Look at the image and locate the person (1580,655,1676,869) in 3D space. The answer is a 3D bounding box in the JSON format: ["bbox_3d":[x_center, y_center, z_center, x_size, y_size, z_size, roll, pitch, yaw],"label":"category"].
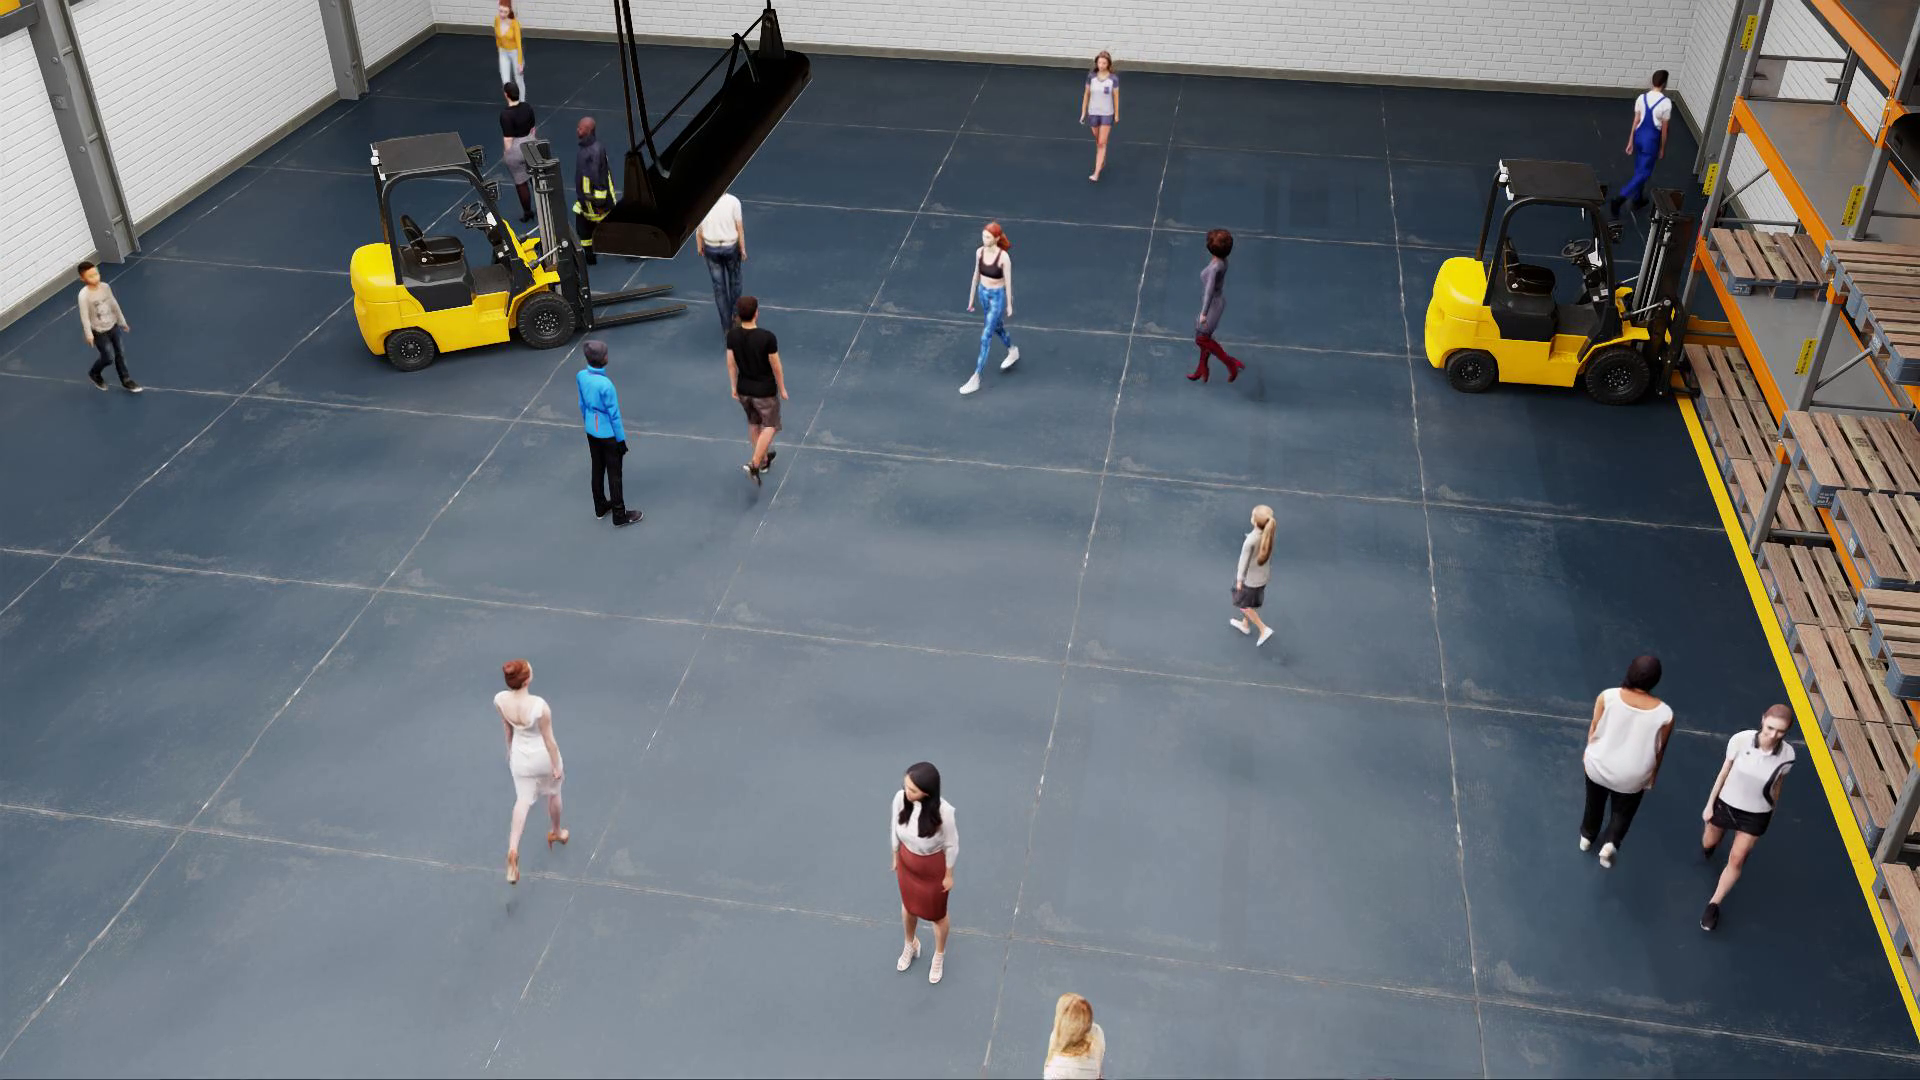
[{"bbox_3d":[4.425,1.514,11.188,0.789,1.674,0.887,17,37,23],"label":"person"}]

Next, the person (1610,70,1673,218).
[{"bbox_3d":[8.500,-4.901,20.699,1.214,1.830,1.126,-24,40,-31],"label":"person"}]

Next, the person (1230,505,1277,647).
[{"bbox_3d":[2.400,0.298,13.389,0.749,1.264,0.793,-24,41,-32],"label":"person"}]

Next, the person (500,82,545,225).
[{"bbox_3d":[-5.424,-4.806,20.621,0.825,1.758,0.702,20,39,28],"label":"person"}]

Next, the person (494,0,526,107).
[{"bbox_3d":[-6.400,-6.912,23.824,0.595,1.720,0.693,6,34,10],"label":"person"}]

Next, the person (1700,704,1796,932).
[{"bbox_3d":[5.095,1.706,10.849,0.778,1.731,1.065,16,37,22],"label":"person"}]

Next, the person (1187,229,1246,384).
[{"bbox_3d":[2.633,-2.334,16.954,0.765,1.699,0.835,13,36,18],"label":"person"}]

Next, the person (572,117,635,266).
[{"bbox_3d":[-4.185,-4.075,19.487,1.227,1.796,1.237,-16,37,-23],"label":"person"}]

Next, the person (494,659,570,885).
[{"bbox_3d":[-2.893,1.542,11.059,0.652,1.771,0.996,10,35,15],"label":"person"}]

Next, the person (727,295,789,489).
[{"bbox_3d":[-1.903,-1.353,15.344,0.777,1.849,1.039,10,35,14],"label":"person"}]

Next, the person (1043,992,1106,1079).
[{"bbox_3d":[0.661,3.088,8.712,0.809,1.795,0.717,24,40,31],"label":"person"}]

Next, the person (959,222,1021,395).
[{"bbox_3d":[0.384,-2.429,17.067,1.027,1.734,1.294,26,41,33],"label":"person"}]

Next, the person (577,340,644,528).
[{"bbox_3d":[-3.180,-0.955,14.791,0.694,1.799,0.689,24,40,31],"label":"person"}]

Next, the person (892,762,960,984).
[{"bbox_3d":[-0.224,2.048,10.317,0.654,1.751,0.619,17,37,23],"label":"person"}]

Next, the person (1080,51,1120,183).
[{"bbox_3d":[1.885,-5.610,21.904,0.794,1.677,1.134,15,37,22],"label":"person"}]

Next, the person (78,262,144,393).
[{"bbox_3d":[-8.762,-2.154,16.909,0.691,1.450,0.686,9,35,14],"label":"person"}]

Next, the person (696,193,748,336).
[{"bbox_3d":[-2.574,-3.078,17.950,0.814,1.837,0.885,-5,34,-7],"label":"person"}]
